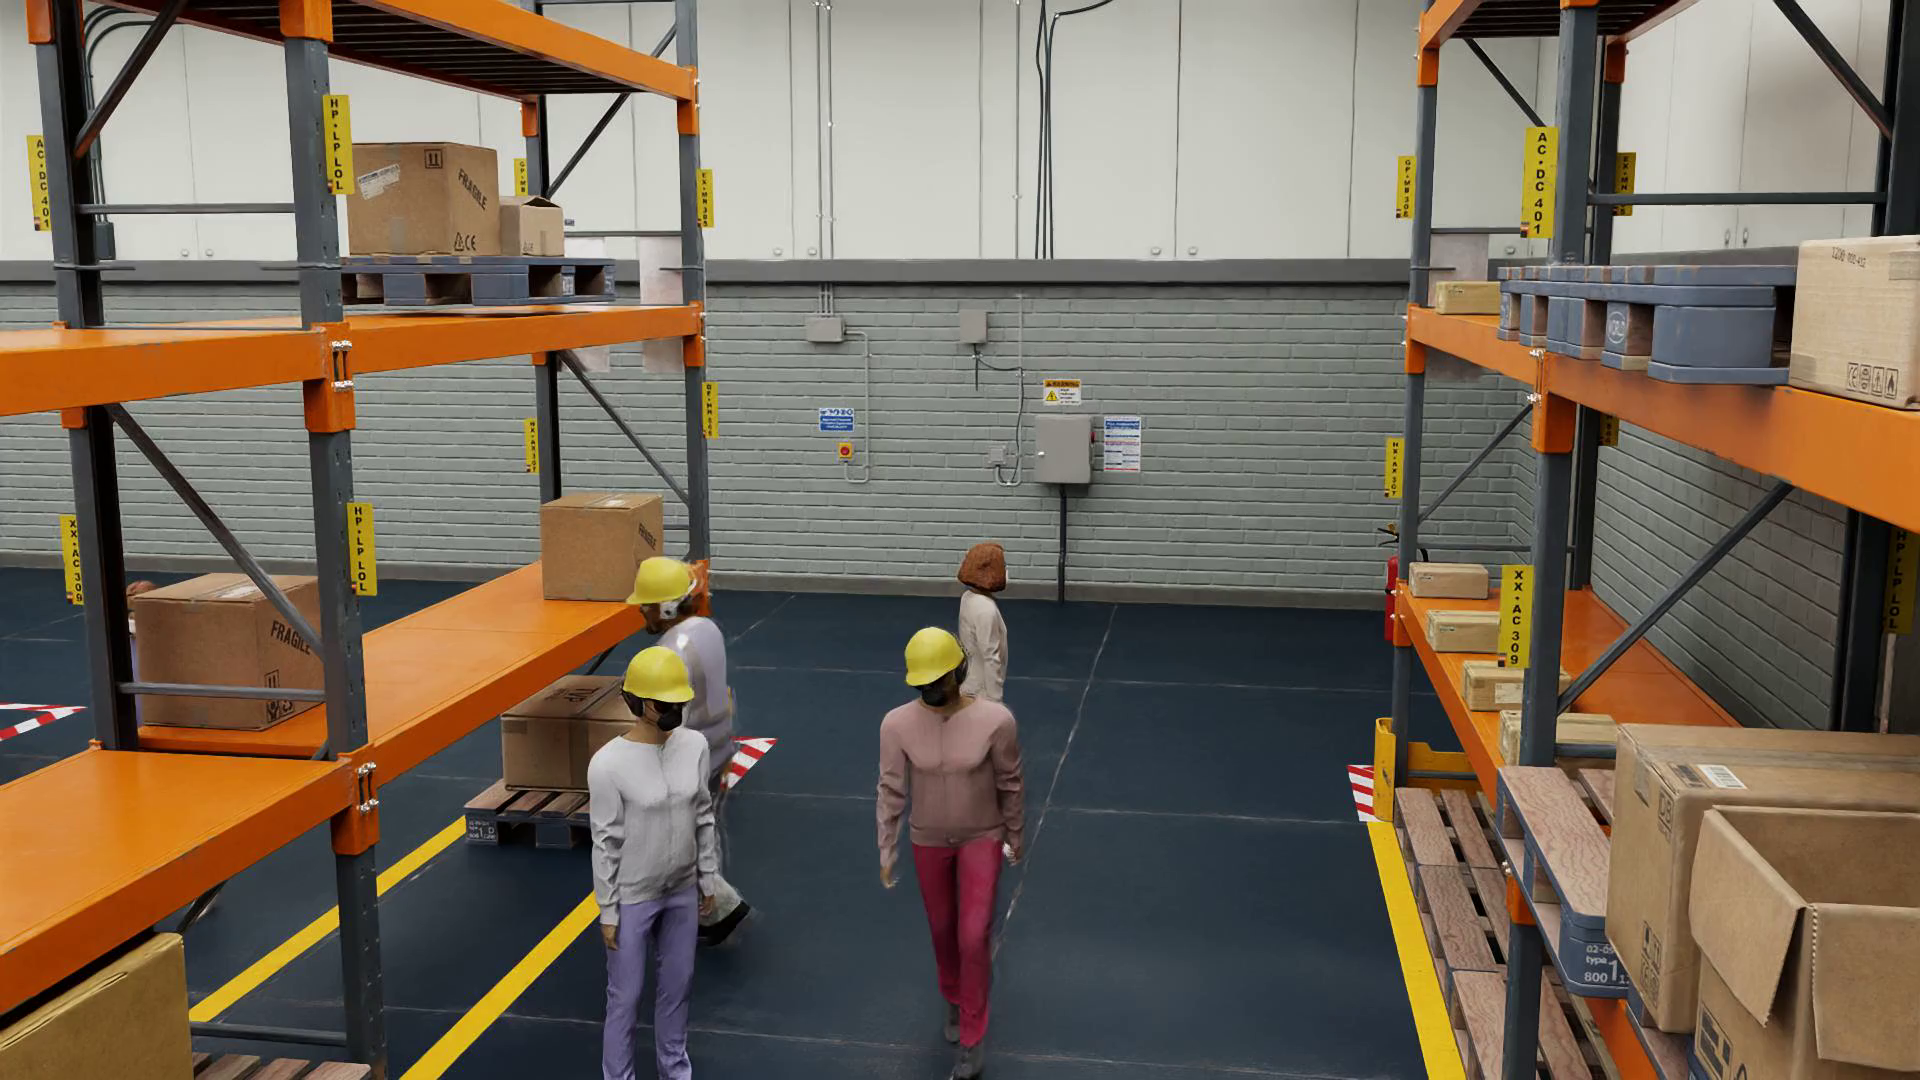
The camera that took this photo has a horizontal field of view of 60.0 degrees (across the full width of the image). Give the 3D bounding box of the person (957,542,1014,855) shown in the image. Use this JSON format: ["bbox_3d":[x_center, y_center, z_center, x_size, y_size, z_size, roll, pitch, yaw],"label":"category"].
[{"bbox_3d":[0.128,0.818,8.698,0.278,1.634,0.499,-2,9,-14],"label":"person"}]

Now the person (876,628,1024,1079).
[{"bbox_3d":[-0.035,1.157,6.318,0.538,1.723,0.756,1,9,9],"label":"person"}]

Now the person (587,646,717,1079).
[{"bbox_3d":[-1.051,1.227,5.806,0.340,1.757,0.518,8,12,42],"label":"person"}]

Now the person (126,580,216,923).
[{"bbox_3d":[-3.705,0.983,7.714,0.511,1.626,0.292,0,9,-1],"label":"person"}]

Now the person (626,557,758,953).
[{"bbox_3d":[-1.182,0.956,7.308,0.495,1.808,0.618,2,9,14],"label":"person"}]
